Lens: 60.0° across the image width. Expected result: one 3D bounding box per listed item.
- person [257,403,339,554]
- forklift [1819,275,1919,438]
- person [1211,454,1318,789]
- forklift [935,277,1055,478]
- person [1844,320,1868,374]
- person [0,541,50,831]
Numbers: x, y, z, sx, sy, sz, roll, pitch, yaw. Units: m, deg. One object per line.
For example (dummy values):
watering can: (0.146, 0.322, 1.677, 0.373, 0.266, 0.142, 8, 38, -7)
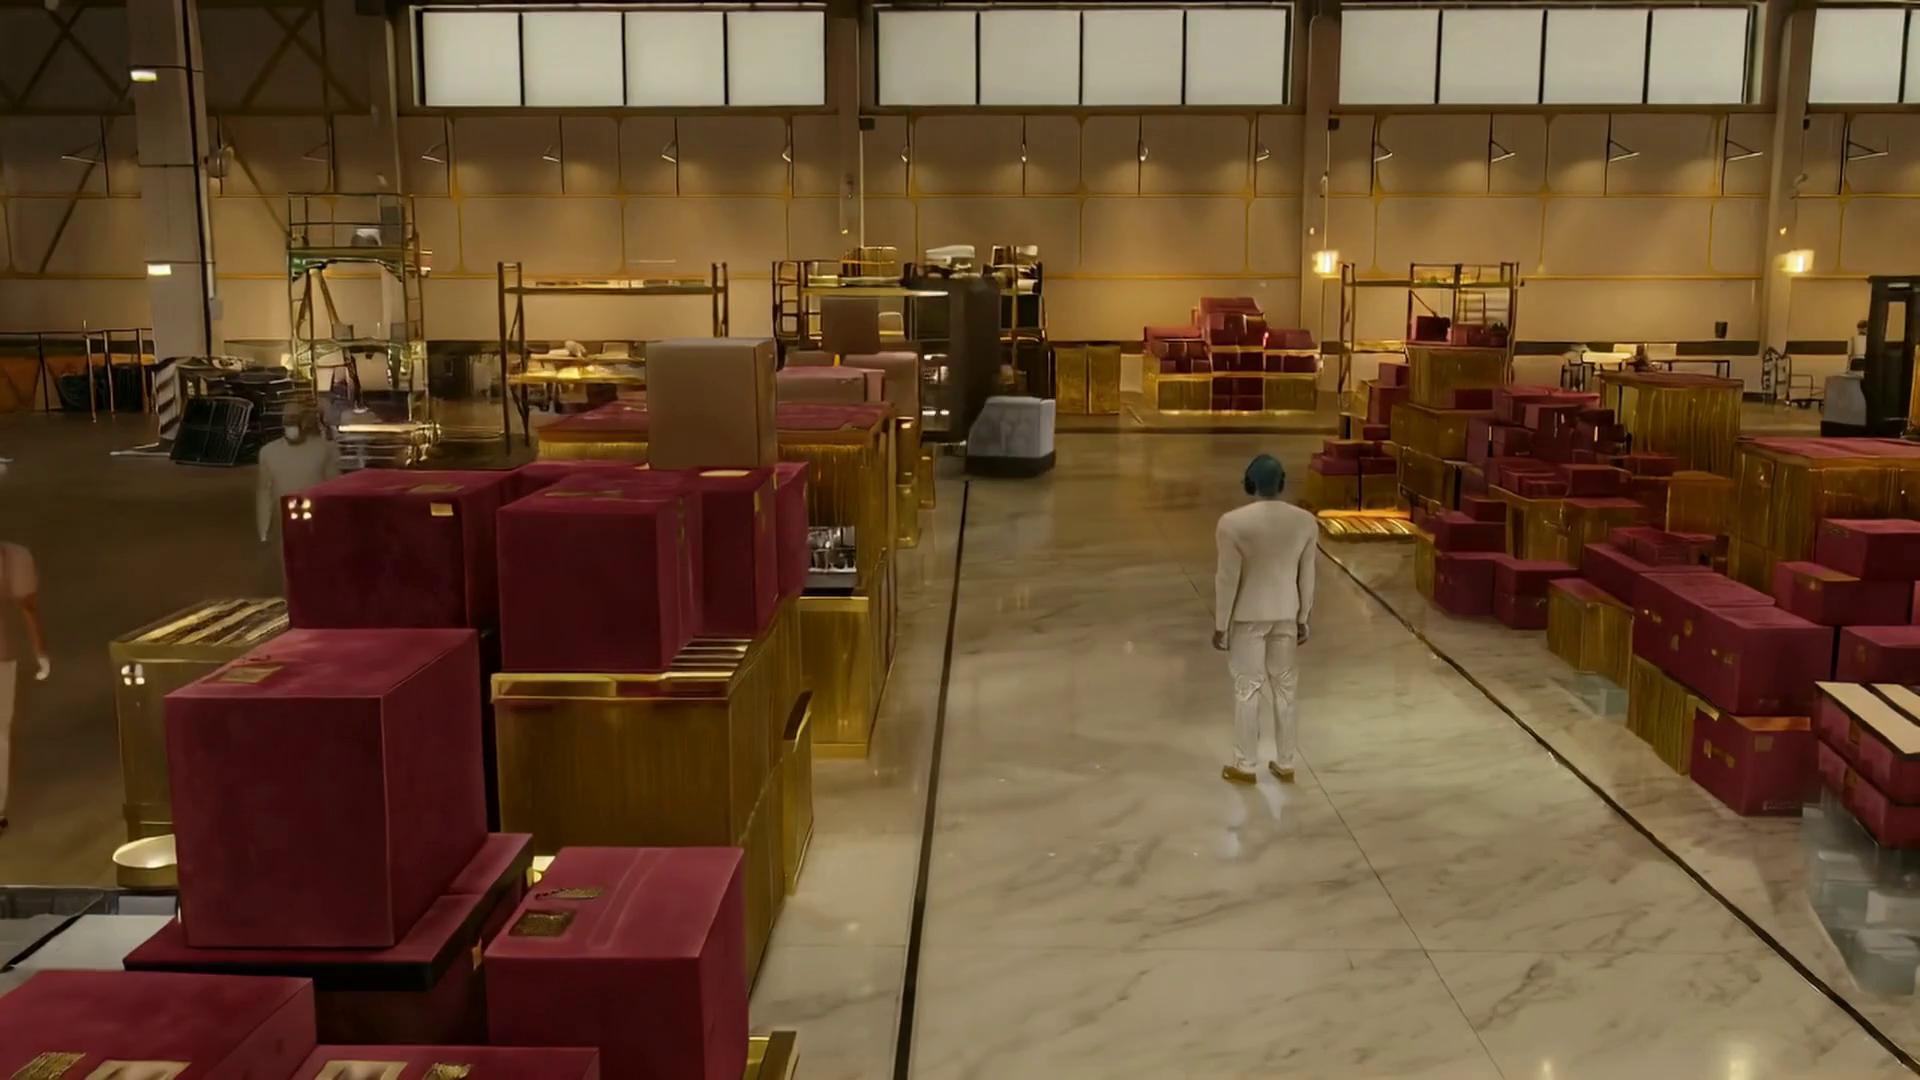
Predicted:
person: (-5.440, -0.195, 13.756, 0.645, 1.905, 0.985, -2, 10, -9)
forklift: (15.540, -3.024, 27.749, 1.129, 2.768, 1.873, -2, 10, -14)
person: (1.754, 0.470, 9.633, 0.635, 1.937, 0.353, -3, 10, -17)
forklift: (0.361, -2.353, 23.727, 1.873, 2.768, 1.129, 3, 10, 16)
person: (18.094, -3.470, 33.414, 0.564, 1.889, 1.007, 4, 10, 22)
person: (-5.305, 0.605, 9.031, 0.611, 1.872, 1.013, -4, 10, -23)
